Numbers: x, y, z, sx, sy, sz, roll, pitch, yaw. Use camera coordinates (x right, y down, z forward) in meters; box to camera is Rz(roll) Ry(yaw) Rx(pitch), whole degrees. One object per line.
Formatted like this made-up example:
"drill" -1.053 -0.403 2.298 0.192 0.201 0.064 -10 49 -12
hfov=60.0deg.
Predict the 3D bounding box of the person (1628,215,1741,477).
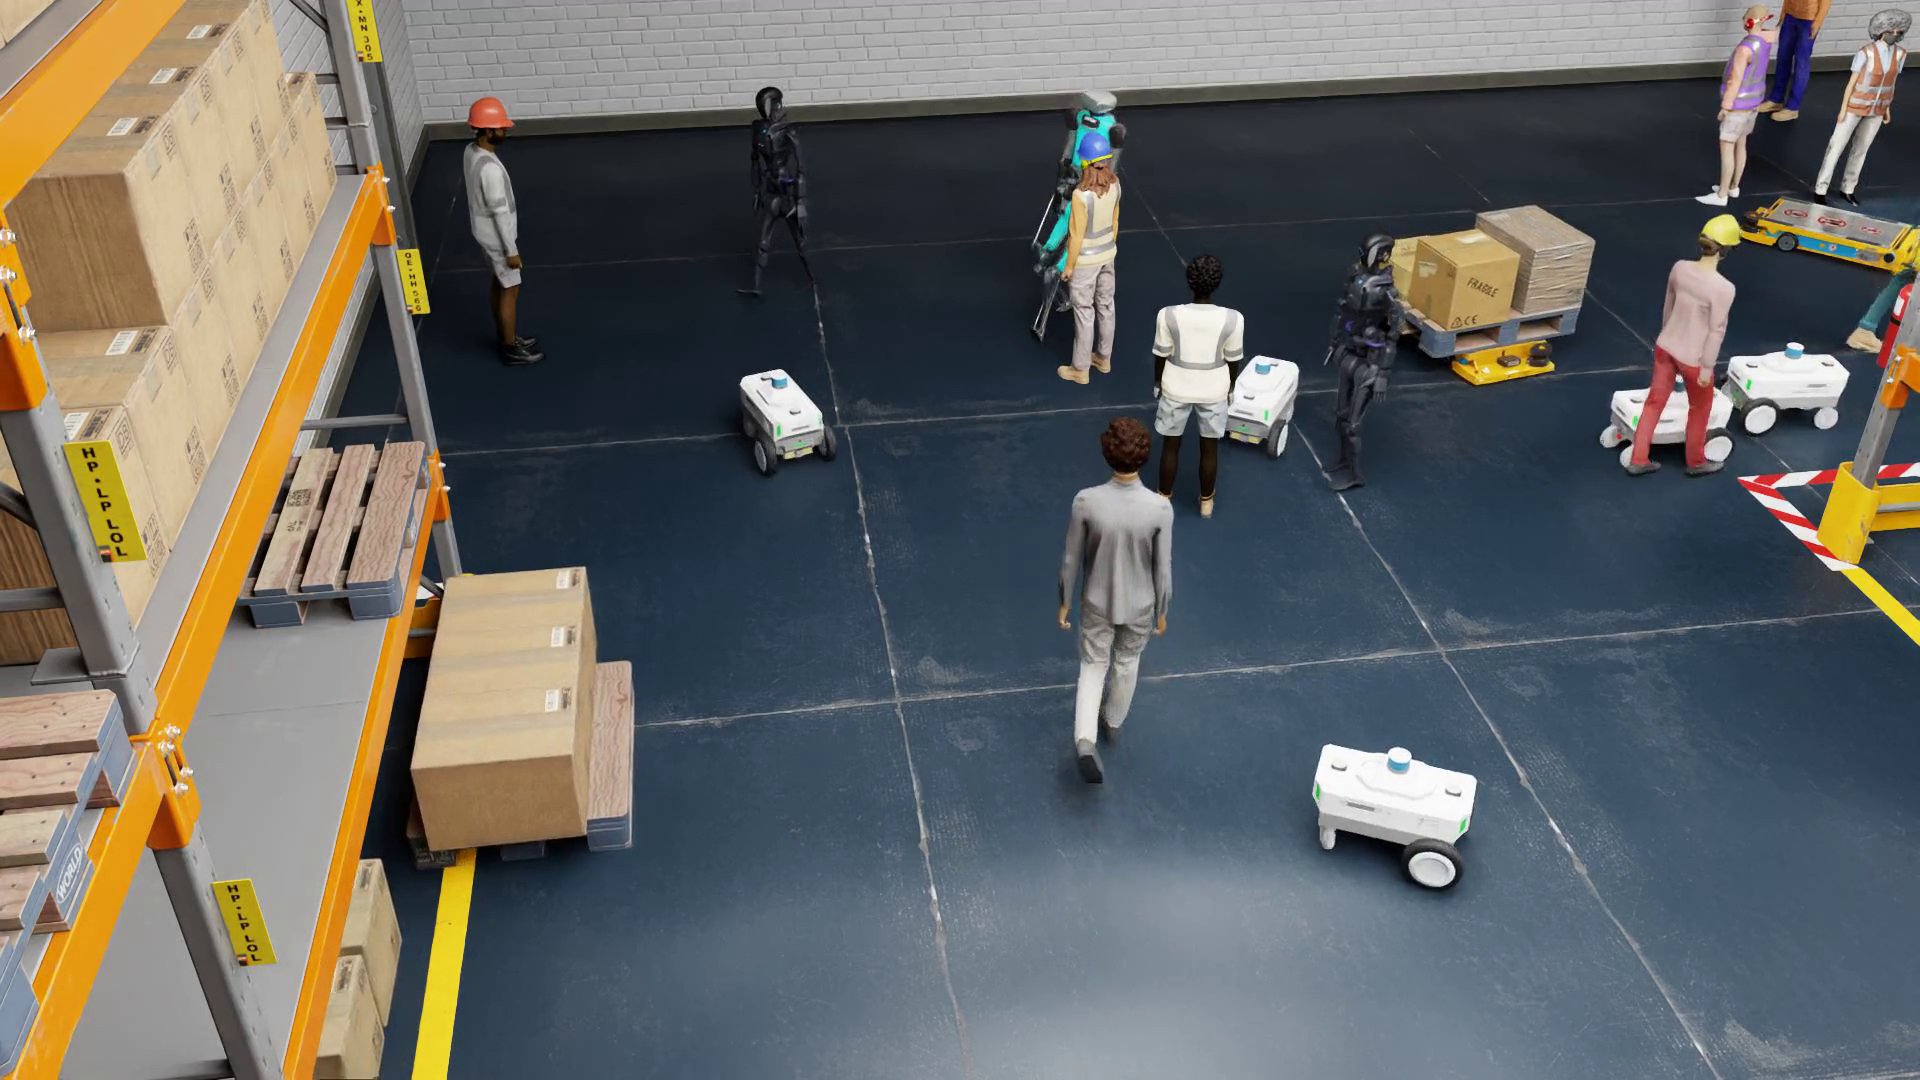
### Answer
"person" 4.586 -1.187 10.307 0.667 1.743 0.551 -12 35 -18

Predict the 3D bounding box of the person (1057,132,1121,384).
"person" 0.892 -1.930 11.428 0.463 1.778 0.308 -27 42 -35

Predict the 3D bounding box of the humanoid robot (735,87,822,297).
"humanoid robot" -1.381 -2.597 12.574 0.609 1.631 0.744 26 41 34

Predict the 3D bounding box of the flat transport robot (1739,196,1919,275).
"flat transport robot" 7.232 -2.497 13.678 1.431 0.231 0.659 23 40 31

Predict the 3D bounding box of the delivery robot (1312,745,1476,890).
"delivery robot" 2.028 1.222 7.718 0.766 0.594 0.529 11 35 16

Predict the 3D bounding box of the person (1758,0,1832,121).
"person" 8.140 -5.074 16.073 0.398 1.974 0.518 -11 35 -16

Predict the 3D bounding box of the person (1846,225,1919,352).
"person" 6.965 -2.104 11.673 1.027 1.816 0.520 4 33 5

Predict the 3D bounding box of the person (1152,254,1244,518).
"person" 1.396 -0.893 9.916 0.533 1.693 0.320 4 33 6

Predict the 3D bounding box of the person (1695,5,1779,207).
"person" 6.686 -3.727 14.273 0.356 1.682 0.501 28 42 35

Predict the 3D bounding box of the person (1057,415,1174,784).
"person" 0.730 0.317 7.910 0.548 1.869 0.708 4 33 5

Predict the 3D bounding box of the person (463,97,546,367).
"person" -3.196 -2.135 11.614 0.388 1.926 0.546 -17 37 -24

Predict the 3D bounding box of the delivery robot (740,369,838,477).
"delivery robot" -1.153 -0.801 10.810 0.499 0.585 0.765 -15 36 -22

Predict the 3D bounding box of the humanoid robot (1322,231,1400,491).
"humanoid robot" 2.469 -1.129 10.288 0.347 1.648 0.613 -15 36 -21

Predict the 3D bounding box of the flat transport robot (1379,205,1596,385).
"flat transport robot" 3.675 -1.564 12.249 0.659 0.231 1.431 -11 35 -17

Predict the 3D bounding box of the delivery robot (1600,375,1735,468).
"delivery robot" 4.616 -0.787 10.795 0.774 0.592 0.499 -5 33 -7

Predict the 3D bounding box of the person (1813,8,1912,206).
"person" 7.725 -3.679 14.186 0.437 1.689 0.306 -1 33 -2

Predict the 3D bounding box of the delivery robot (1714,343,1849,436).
"delivery robot" 5.513 -1.027 11.182 0.815 0.614 0.499 -1 33 -2

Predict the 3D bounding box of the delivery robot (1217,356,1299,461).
"delivery robot" 1.974 -0.915 10.986 0.499 0.587 0.789 15 36 22

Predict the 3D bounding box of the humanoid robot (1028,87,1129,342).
"humanoid robot" 0.714 -2.312 12.097 0.903 1.819 0.567 -26 41 -34
